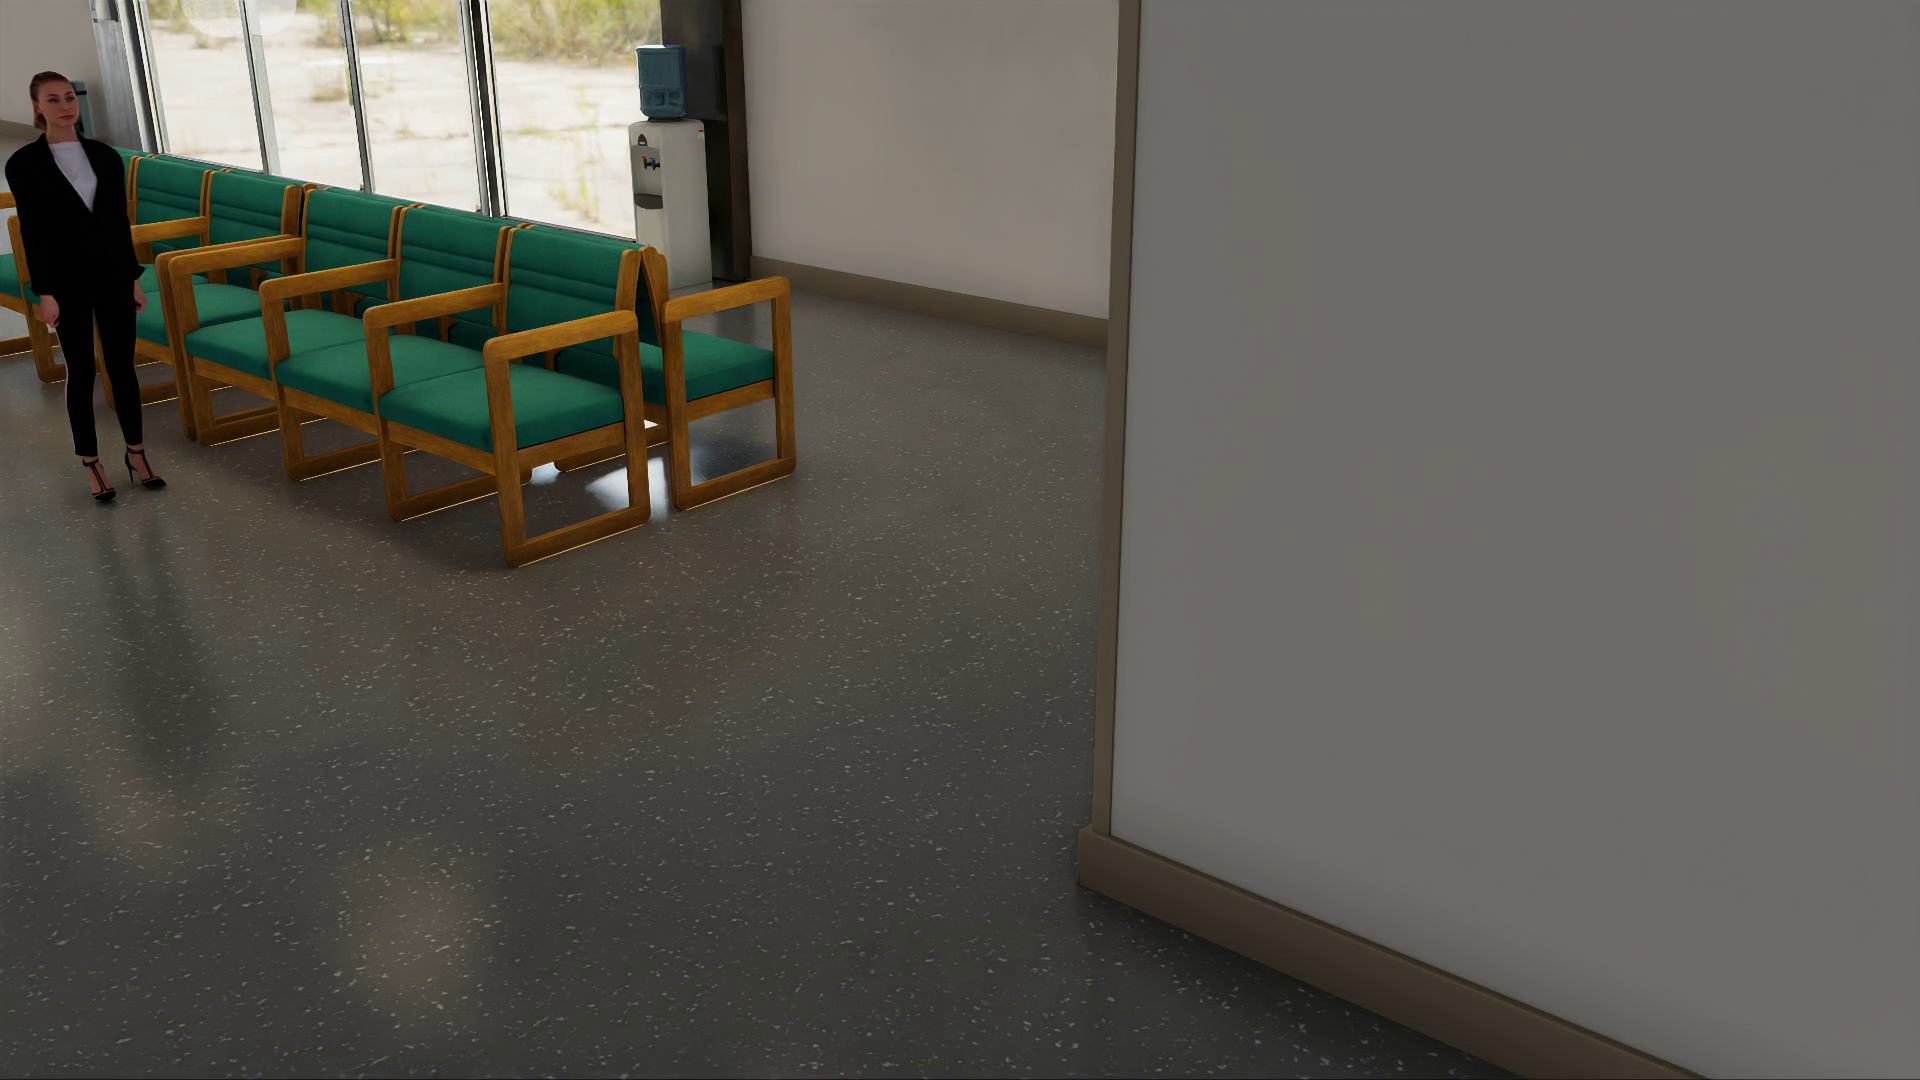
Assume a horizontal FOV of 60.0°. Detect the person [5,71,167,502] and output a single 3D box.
[{"bbox_3d":[-3.512,-1.010,6.702,0.661,1.707,0.468,16,26,36],"label":"person"}]
